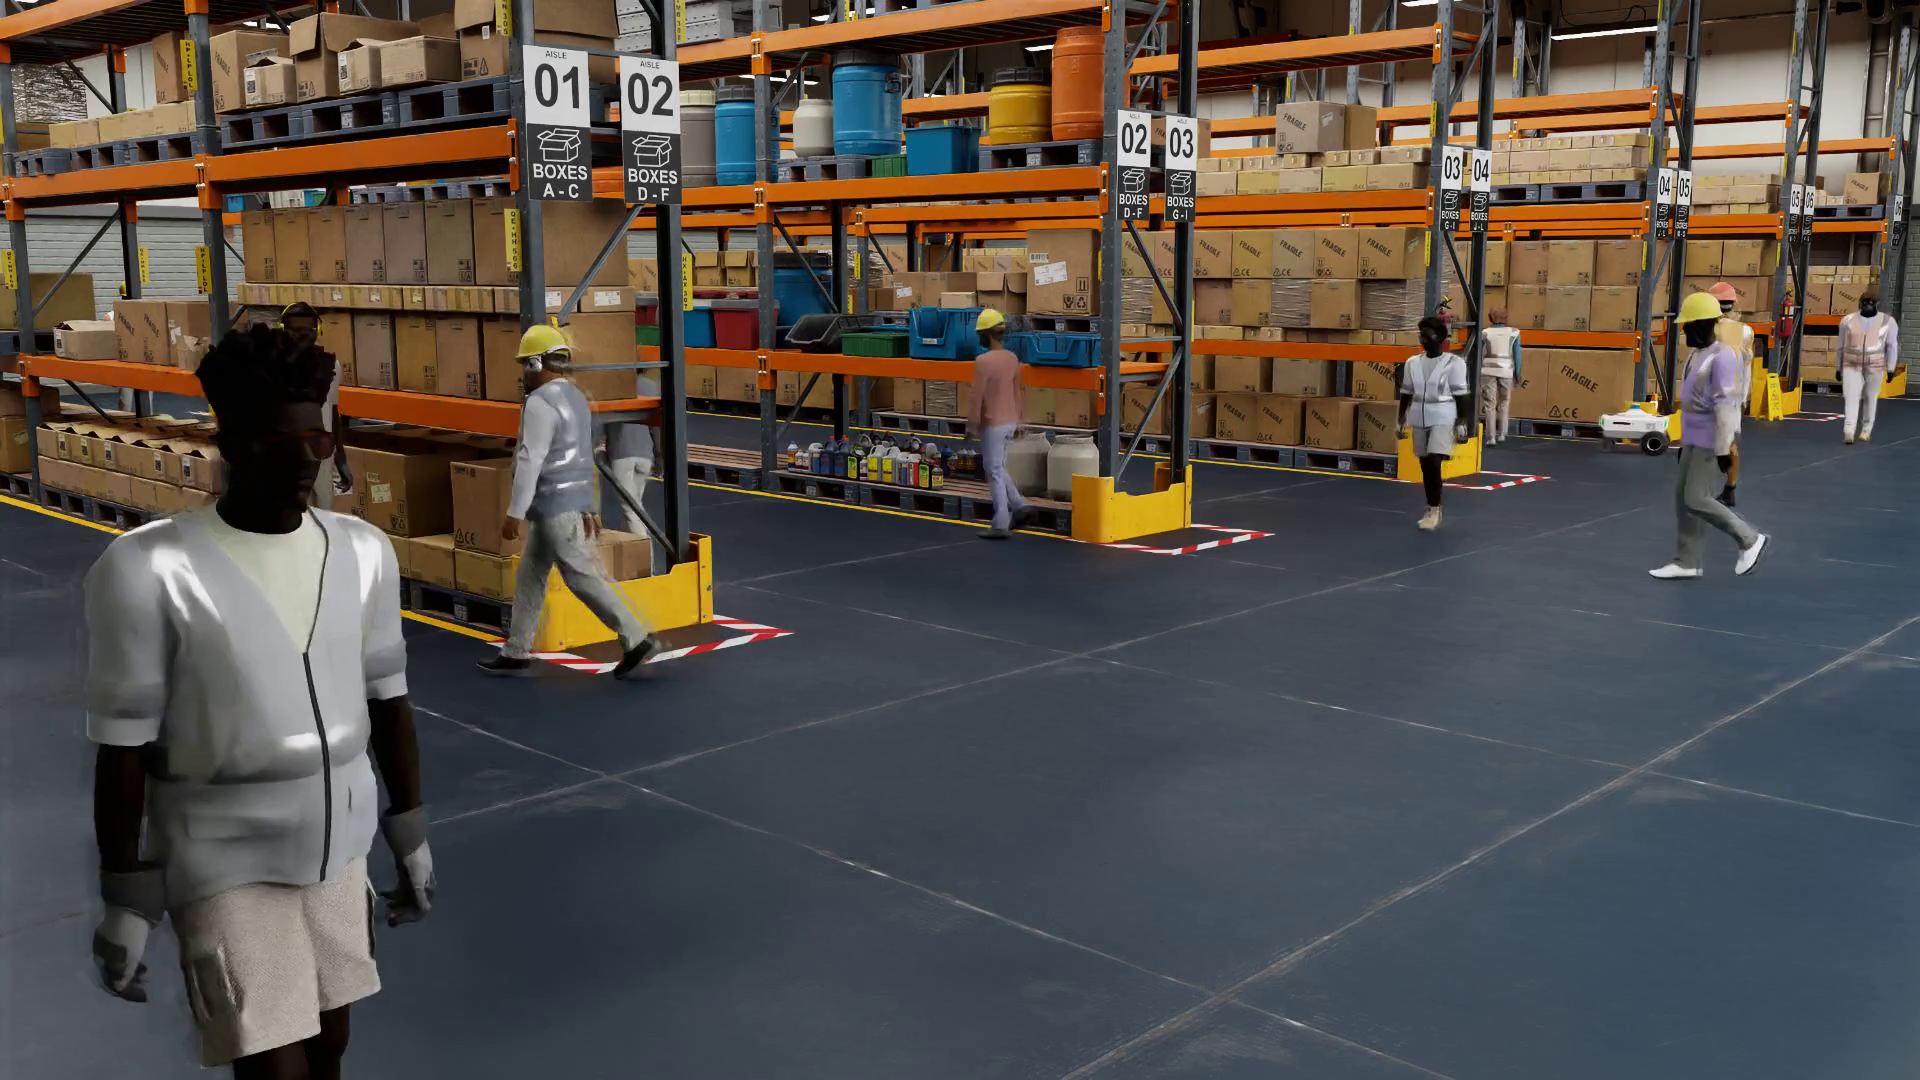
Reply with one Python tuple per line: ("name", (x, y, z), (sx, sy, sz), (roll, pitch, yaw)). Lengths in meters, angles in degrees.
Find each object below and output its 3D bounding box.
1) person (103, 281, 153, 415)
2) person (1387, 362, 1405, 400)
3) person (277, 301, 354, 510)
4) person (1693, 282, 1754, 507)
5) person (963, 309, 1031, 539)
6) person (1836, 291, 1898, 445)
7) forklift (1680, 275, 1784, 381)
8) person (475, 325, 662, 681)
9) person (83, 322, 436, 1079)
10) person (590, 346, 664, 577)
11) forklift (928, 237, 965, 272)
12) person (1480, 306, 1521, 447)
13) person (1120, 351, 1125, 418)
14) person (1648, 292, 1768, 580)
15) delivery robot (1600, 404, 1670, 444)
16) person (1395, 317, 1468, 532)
("person", (-9.094, -1.894, 18.339), (0.362, 1.928, 0.587), (8, 12, 41))
("person", (5.629, -2.216, 20.664), (0.622, 1.821, 0.355), (0, 9, 3))
("person", (-3.769, -0.437, 9.600), (0.313, 1.864, 0.530), (8, 12, 42))
("person", (6.552, -1.258, 14.418), (0.552, 1.932, 0.377), (-1, 9, -6))
("person", (0.255, -0.876, 12.662), (0.367, 1.748, 0.522), (6, 11, 31))
("person", (10.723, -2.046, 19.692), (0.641, 1.798, 0.950), (6, 11, 31))
("forklift", (12.480, -3.427, 27.053), (1.214, 2.155, 2.313), (9, 13, 43))
("person", (-1.967, -0.183, 8.346), (0.924, 1.784, 0.604), (0, 9, -1))
("person", (-1.253, 0.581, 3.081), (0.422, 1.950, 0.651), (6, 11, 31))
("person", (-2.251, -0.528, 10.986), (0.818, 1.597, 0.503), (9, 13, 43))
("forklift", (-0.326, -5.817, 39.609), (1.129, 2.768, 1.873), (9, 13, 43))
("person", (6.211, -1.910, 19.347), (0.545, 1.615, 0.659), (1, 9, 9))
("person", (2.046, -2.623, 23.216), (0.829, 1.807, 0.597), (7, 12, 37))
("person", (4.937, -0.667, 10.904), (0.602, 1.903, 0.585), (1, 9, 7))
("delivery robot", (7.575, -1.290, 18.677), (0.707, 0.478, 0.477), (4, 10, 26))
("person", (3.654, -0.901, 13.011), (0.625, 1.671, 0.552), (-8, 12, -41))
